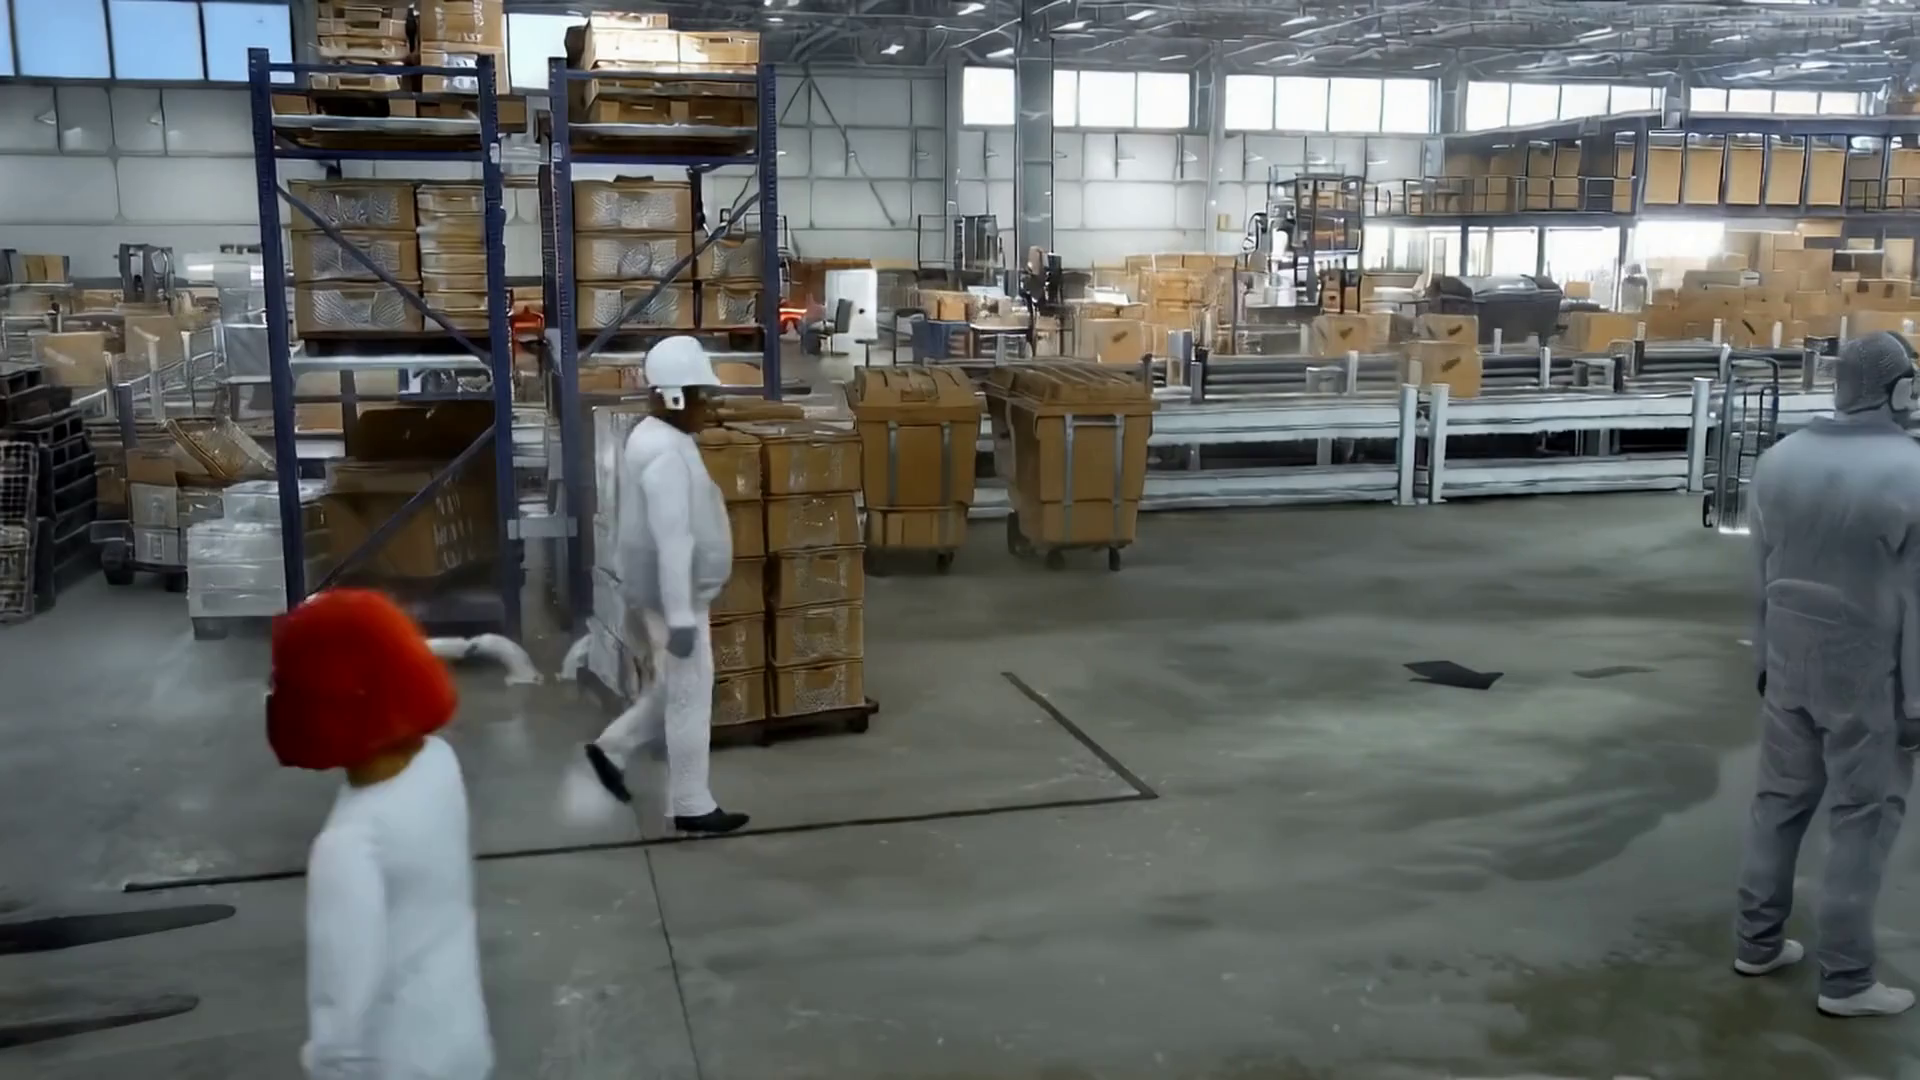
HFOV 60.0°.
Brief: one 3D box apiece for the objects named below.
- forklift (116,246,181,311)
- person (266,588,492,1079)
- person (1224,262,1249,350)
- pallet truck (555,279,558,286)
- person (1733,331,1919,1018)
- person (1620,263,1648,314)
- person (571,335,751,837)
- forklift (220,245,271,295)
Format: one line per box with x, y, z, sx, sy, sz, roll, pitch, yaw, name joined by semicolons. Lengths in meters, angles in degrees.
-19.966;-6.232;40.894;1.157;1.987;2.680;-3;10;-15;forklift
-0.900;0.868;2.576;0.343;1.618;0.529;-1;10;-4;person
4.827;-3.908;28.968;0.546;1.860;0.380;-6;12;-32;person
-10.604;-6.375;44.520;0.653;1.274;1.630;-3;10;-15;pallet truck
2.483;0.372;4.652;0.397;1.898;0.644;-3;11;-19;person
14.688;-5.148;36.263;0.554;1.750;0.489;4;11;23;person
-1.076;0.183;5.928;0.542;1.821;0.594;-2;10;-11;person
-17.749;-6.334;41.440;1.157;1.987;2.680;-3;10;-17;forklift
